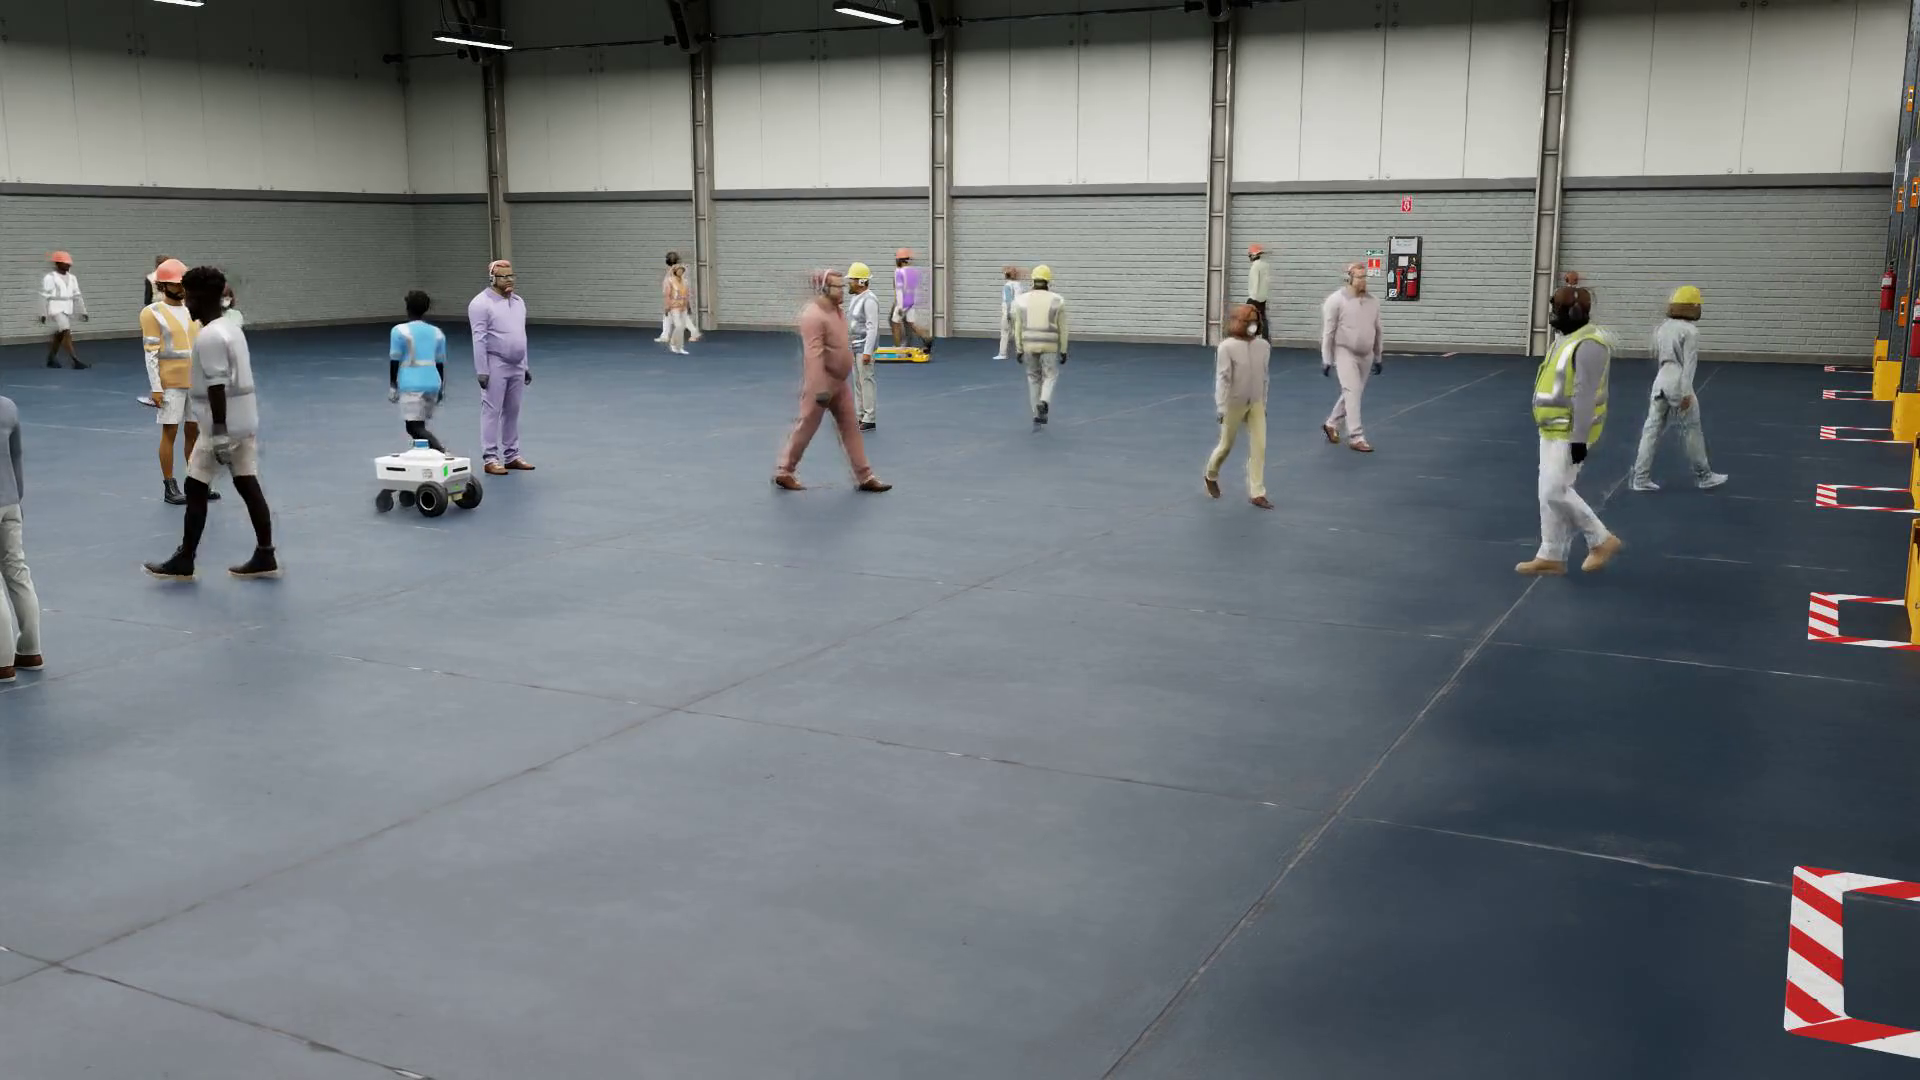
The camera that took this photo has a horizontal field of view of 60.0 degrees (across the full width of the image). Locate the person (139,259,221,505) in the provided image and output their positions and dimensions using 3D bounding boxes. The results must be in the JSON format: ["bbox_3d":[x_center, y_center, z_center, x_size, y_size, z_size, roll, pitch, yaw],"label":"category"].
[{"bbox_3d":[-6.217,-1.259,13.279,0.355,1.938,0.545,5,12,26],"label":"person"}]

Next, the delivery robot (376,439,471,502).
[{"bbox_3d":[-4.143,-0.533,12.835,0.707,0.478,0.477,4,11,22],"label":"delivery robot"}]

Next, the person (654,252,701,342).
[{"bbox_3d":[-5.646,-4.852,33.235,0.901,1.812,0.633,-2,11,-12],"label":"person"}]

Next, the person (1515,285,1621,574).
[{"bbox_3d":[3.803,-0.664,10.344,0.489,1.826,0.643,1,10,3],"label":"person"}]

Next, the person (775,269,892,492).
[{"bbox_3d":[-1.107,-1.313,13.817,1.009,1.860,0.668,4,11,22],"label":"person"}]

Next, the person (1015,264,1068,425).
[{"bbox_3d":[0.899,-2.161,18.536,0.600,1.812,0.600,3,11,15],"label":"person"}]

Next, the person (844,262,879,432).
[{"bbox_3d":[-1.090,-2.100,18.145,0.403,1.835,0.586,-4,11,-20],"label":"person"}]

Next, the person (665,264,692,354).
[{"bbox_3d":[-5.035,-4.115,29.708,0.398,1.620,0.607,7,13,35],"label":"person"}]

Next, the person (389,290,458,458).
[{"bbox_3d":[-4.561,-1.294,14.195,0.705,1.669,0.537,6,12,30],"label":"person"}]

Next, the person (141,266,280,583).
[{"bbox_3d":[-4.666,-0.698,10.225,0.882,1.931,0.646,-1,10,-5],"label":"person"}]

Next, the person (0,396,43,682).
[{"bbox_3d":[-4.665,-0.131,7.959,0.270,1.631,0.507,1,10,6],"label":"person"}]

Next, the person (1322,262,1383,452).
[{"bbox_3d":[3.921,-1.853,16.707,0.652,1.875,0.927,-5,11,-24],"label":"person"}]

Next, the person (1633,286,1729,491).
[{"bbox_3d":[6.041,-1.256,13.881,0.872,1.700,0.507,-3,11,-16],"label":"person"}]

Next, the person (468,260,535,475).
[{"bbox_3d":[-4.088,-1.550,14.953,0.399,1.909,0.642,5,12,27],"label":"person"}]

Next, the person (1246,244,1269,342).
[{"bbox_3d":[5.384,-4.493,30.839,0.868,1.957,0.618,7,13,34],"label":"person"}]

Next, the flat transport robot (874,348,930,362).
[{"bbox_3d":[-1.254,-3.139,28.076,1.431,0.197,0.652,1,10,4],"label":"flat transport robot"}]

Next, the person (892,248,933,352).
[{"bbox_3d":[-0.894,-4.157,29.172,0.825,1.914,0.553,7,13,34],"label":"person"}]

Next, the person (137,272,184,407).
[{"bbox_3d":[-9.780,-2.488,20.580,0.925,1.710,0.542,3,11,17],"label":"person"}]

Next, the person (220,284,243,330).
[{"bbox_3d":[-7.690,-1.864,17.408,0.286,1.633,0.498,6,12,30],"label":"person"}]

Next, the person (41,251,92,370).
[{"bbox_3d":[-14.349,-3.662,26.572,1.011,1.882,0.567,3,11,17],"label":"person"}]

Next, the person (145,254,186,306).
[{"bbox_3d":[-12.585,-3.612,26.407,0.633,1.826,0.538,-9,14,-41],"label":"person"}]

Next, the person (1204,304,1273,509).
[{"bbox_3d":[2.214,-1.078,13.213,0.510,1.600,0.800,-4,11,-22],"label":"person"}]

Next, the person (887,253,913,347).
[{"bbox_3d":[-1.094,-4.326,30.297,0.571,1.825,0.559,7,12,33],"label":"person"}]

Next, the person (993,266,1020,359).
[{"bbox_3d":[0.925,-3.892,28.504,0.687,1.618,0.521,5,12,25],"label":"person"}]

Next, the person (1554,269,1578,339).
[{"bbox_3d":[9.144,-3.233,24.888,0.528,1.619,0.586,-5,12,-26],"label":"person"}]
